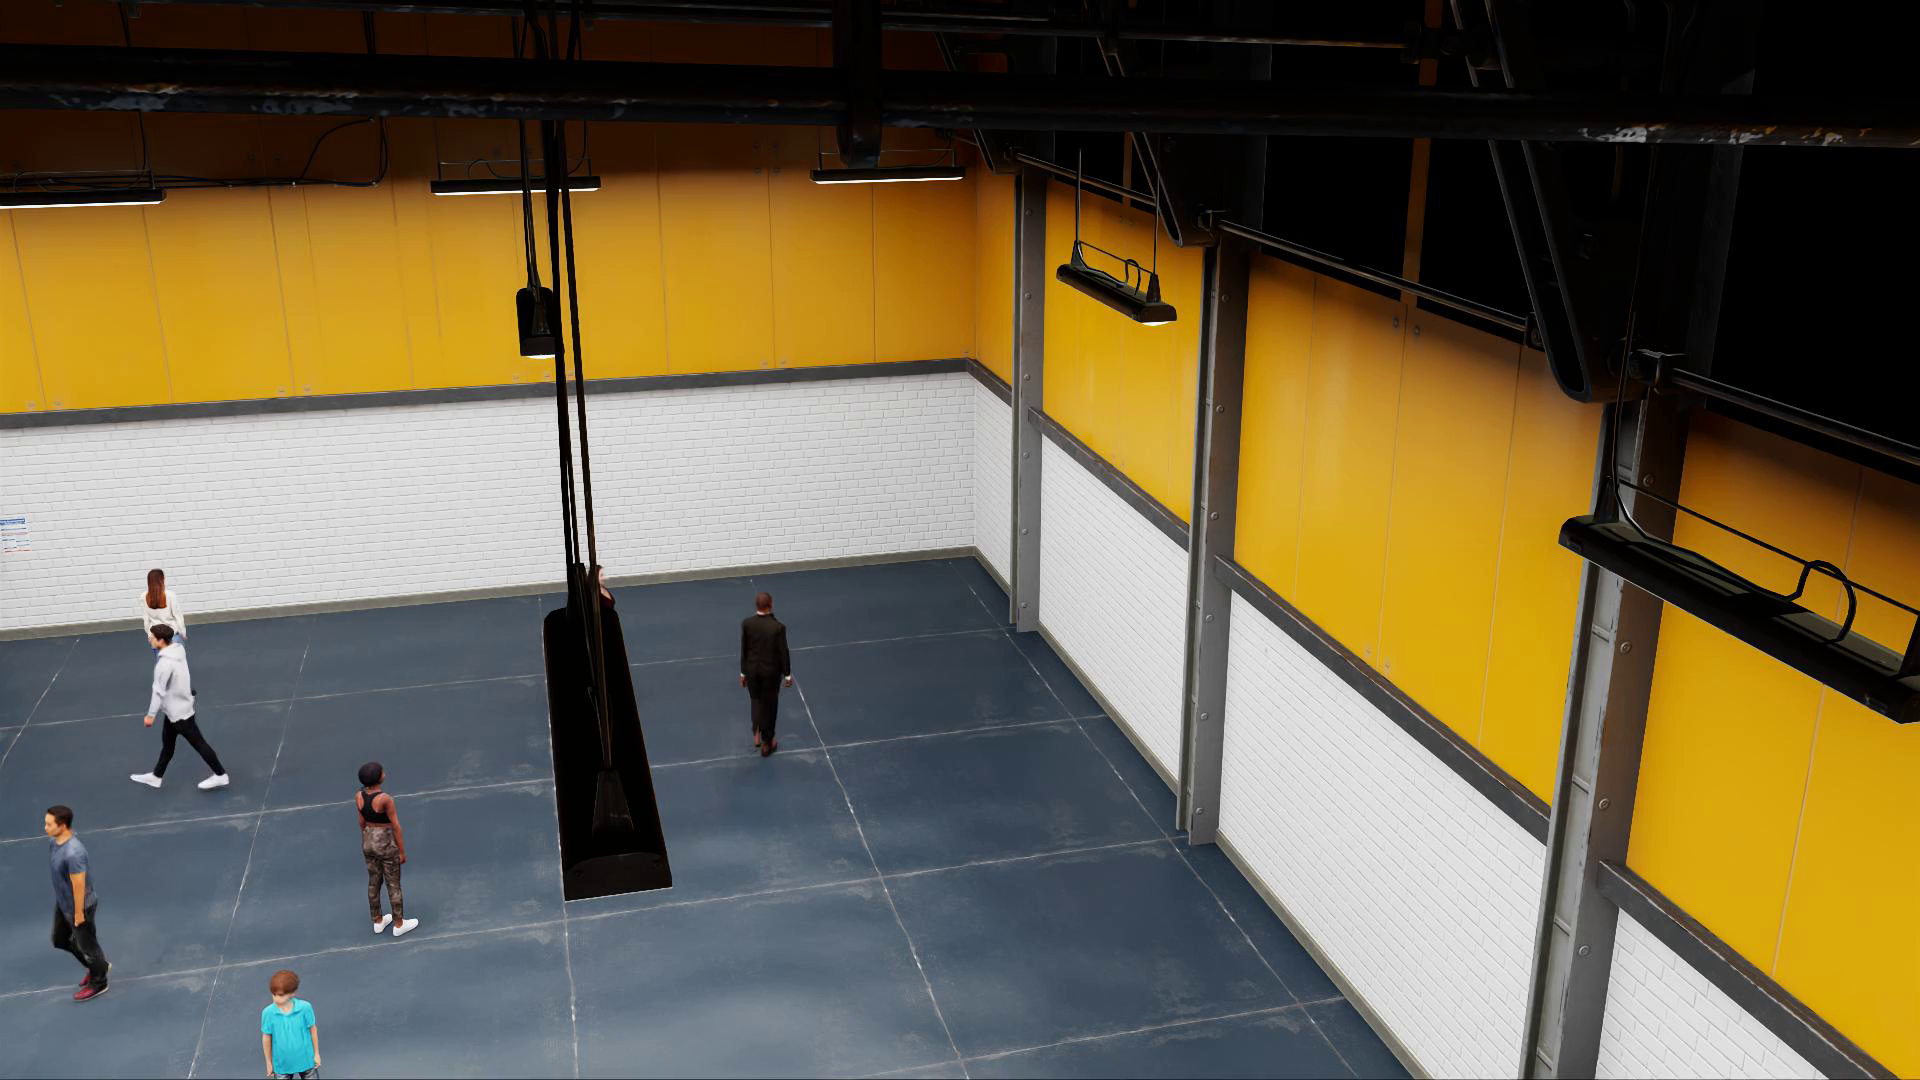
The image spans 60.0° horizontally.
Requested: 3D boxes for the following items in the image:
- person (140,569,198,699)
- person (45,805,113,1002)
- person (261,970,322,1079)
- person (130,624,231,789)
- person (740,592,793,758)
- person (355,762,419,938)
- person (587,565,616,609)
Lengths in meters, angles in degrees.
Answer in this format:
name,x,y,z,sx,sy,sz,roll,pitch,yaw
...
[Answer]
name,x,y,z,sx,sy,sz,roll,pitch,yaw
person,-9.506,1.142,19.920,0.658,1.692,0.612,-1,19,-3
person,-7.417,3.039,14.111,0.759,1.805,0.855,17,25,41
person,-4.943,3.825,12.336,0.529,1.447,0.479,-6,20,-18
person,-8.194,1.807,17.669,0.736,1.868,1.128,-5,19,-15
person,-2.209,1.522,18.487,0.833,1.887,0.835,4,19,11
person,-5.238,2.780,15.043,0.663,1.701,0.693,6,20,17
person,-4.320,1.127,19.866,0.772,1.756,0.611,-1,19,-3
